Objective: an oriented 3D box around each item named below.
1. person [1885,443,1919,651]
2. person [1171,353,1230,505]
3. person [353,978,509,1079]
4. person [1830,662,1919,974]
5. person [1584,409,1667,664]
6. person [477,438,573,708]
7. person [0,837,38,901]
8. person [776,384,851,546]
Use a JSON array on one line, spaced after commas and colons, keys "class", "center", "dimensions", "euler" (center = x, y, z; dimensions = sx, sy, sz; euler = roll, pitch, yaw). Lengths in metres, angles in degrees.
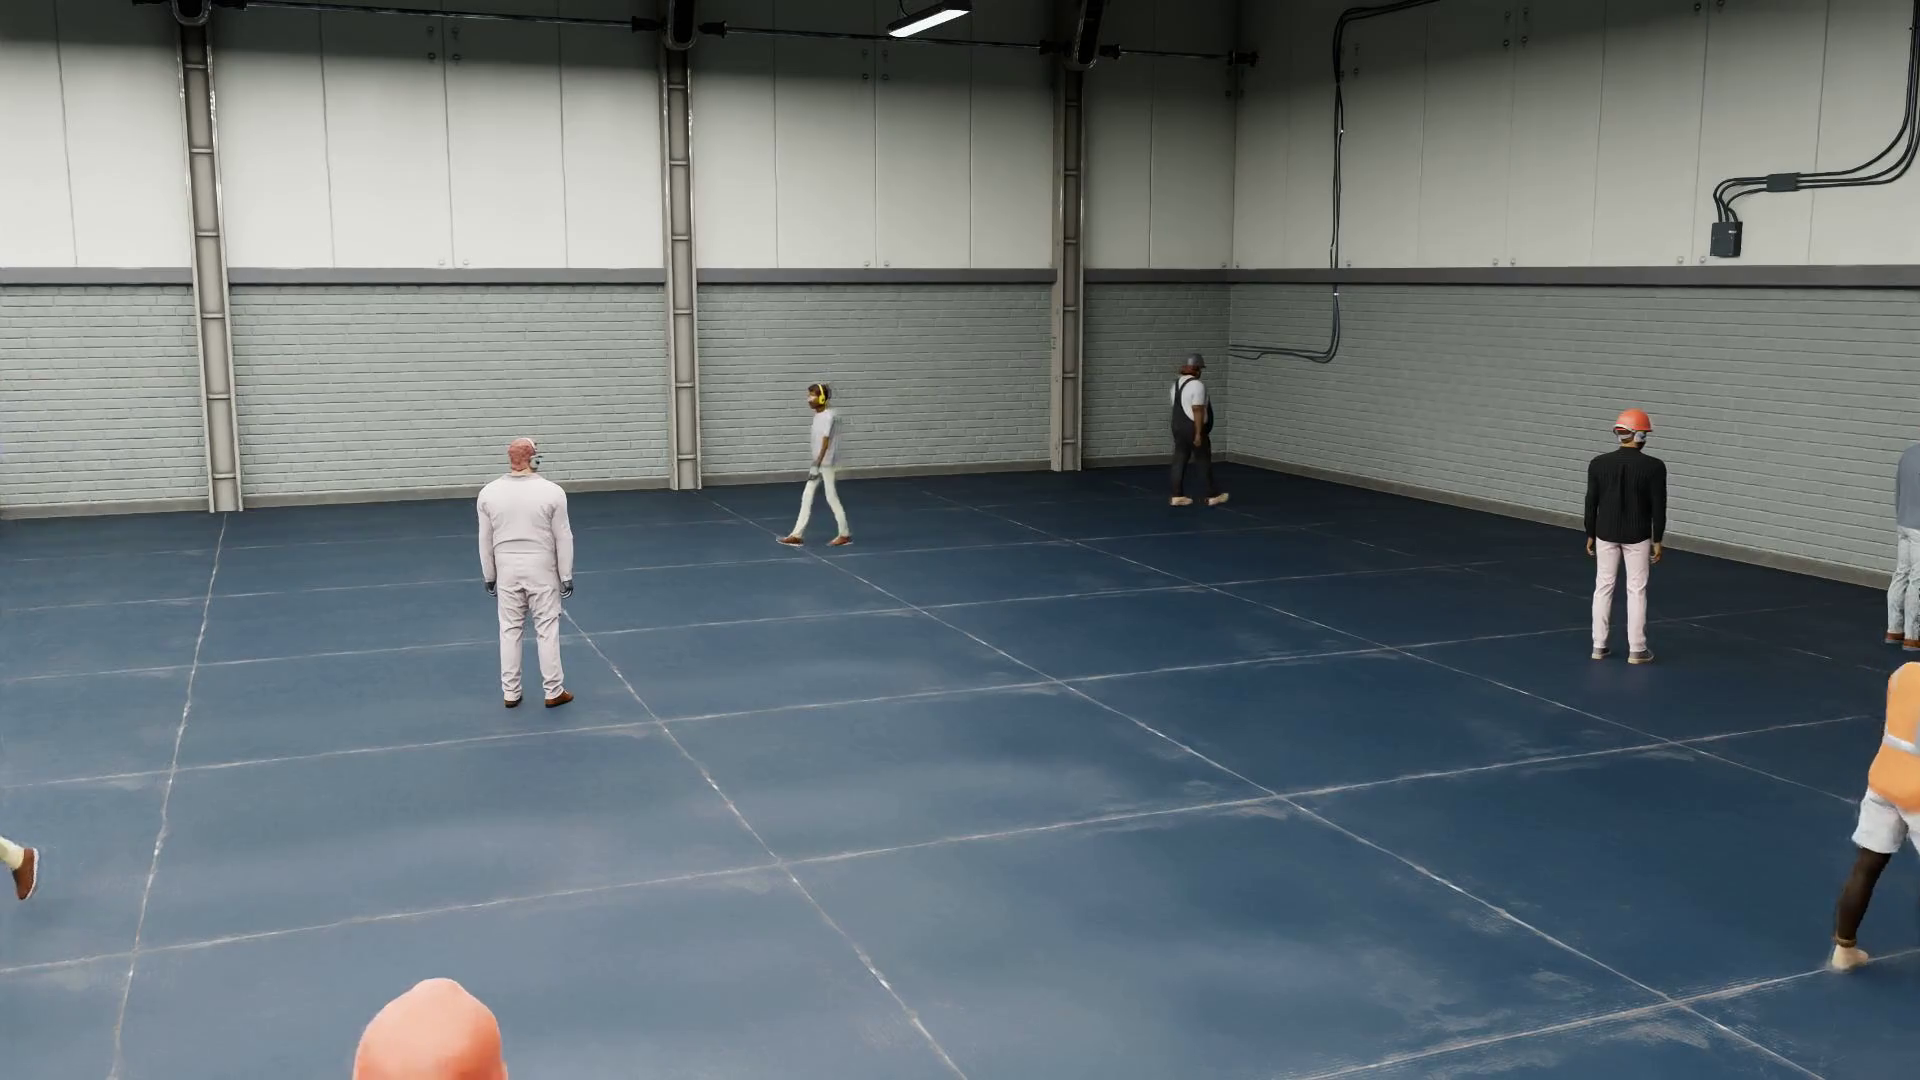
[{"class": "person", "center": [7.800, -0.072, 13.489], "dimensions": [0.356, 1.938, 0.633], "euler": [1, 9, 4]}, {"class": "person", "center": [3.139, -1.469, 21.939], "dimensions": [0.730, 2.000, 0.701], "euler": [-4, 10, -26]}, {"class": "person", "center": [-0.838, 1.657, 2.680], "dimensions": [0.551, 1.922, 0.467], "euler": [1, 9, 8]}, {"class": "person", "center": [4.070, 1.090, 7.069], "dimensions": [0.577, 1.663, 0.550], "euler": [-1, 9, -3]}, {"class": "person", "center": [5.223, -0.032, 13.071], "dimensions": [0.612, 1.990, 0.392], "euler": [7, 12, 38]}, {"class": "person", "center": [-3.027, 0.232, 11.687], "dimensions": [0.652, 1.904, 0.403], "euler": [0, 9, 2]}, {"class": "person", "center": [-4.738, 1.008, 7.731], "dimensions": [0.507, 1.610, 0.627], "euler": [7, 11, 37]}, {"class": "person", "center": [-1.605, -0.819, 18.540], "dimensions": [0.847, 1.829, 0.518], "euler": [-5, 10, -28]}]
